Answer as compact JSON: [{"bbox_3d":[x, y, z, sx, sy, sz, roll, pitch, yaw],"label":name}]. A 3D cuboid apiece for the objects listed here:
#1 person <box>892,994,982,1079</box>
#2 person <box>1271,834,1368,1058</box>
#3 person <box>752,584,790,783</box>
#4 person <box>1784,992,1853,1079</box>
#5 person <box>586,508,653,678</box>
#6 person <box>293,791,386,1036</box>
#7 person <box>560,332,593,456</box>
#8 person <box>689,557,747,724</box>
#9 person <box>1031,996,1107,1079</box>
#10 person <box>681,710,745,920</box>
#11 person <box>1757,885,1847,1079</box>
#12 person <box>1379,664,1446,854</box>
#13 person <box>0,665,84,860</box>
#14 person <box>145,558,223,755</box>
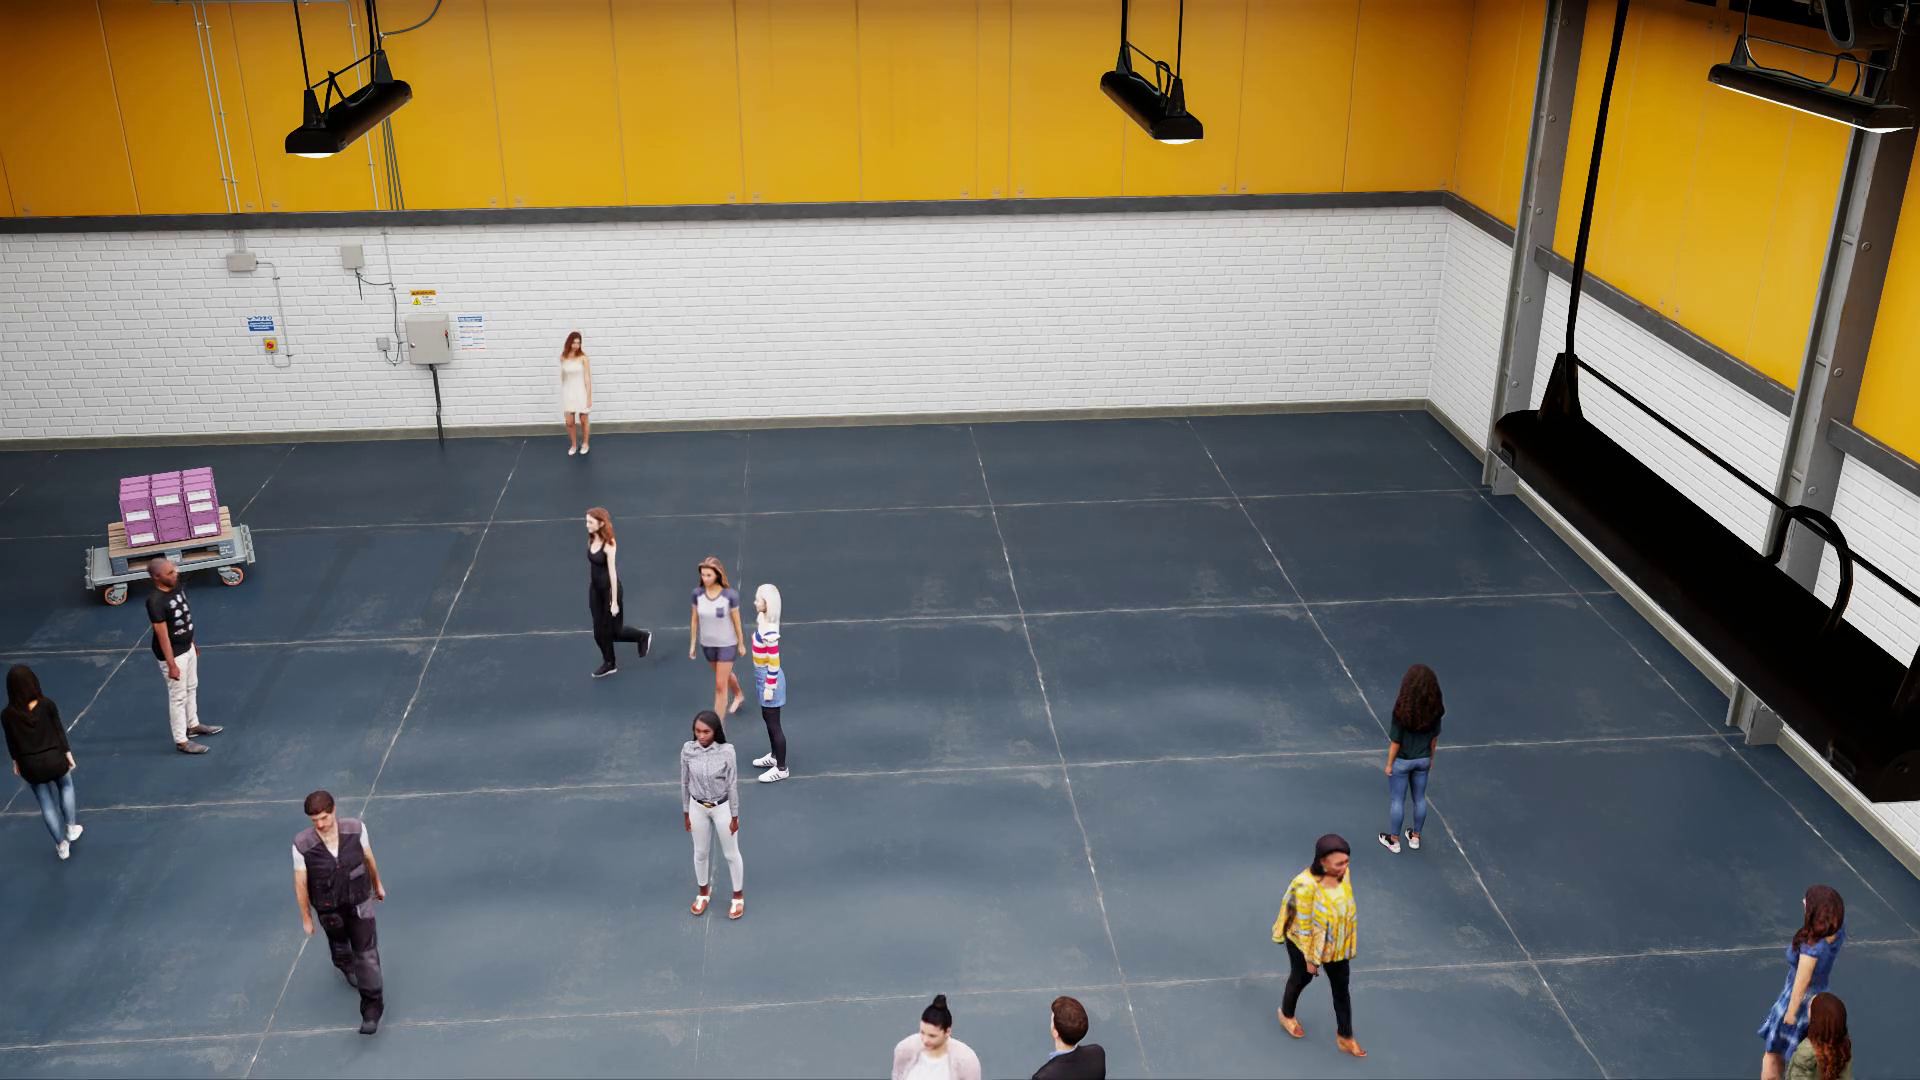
[{"bbox_3d":[-0.094,3.283,9.472,1.054,1.707,1.226,12,26,25],"label":"person"},{"bbox_3d":[2.309,2.638,11.047,0.950,1.629,1.057,-15,28,-31],"label":"person"},{"bbox_3d":[-1.609,1.194,14.124,0.748,1.809,0.521,-6,24,-14],"label":"person"},{"bbox_3d":[4.995,3.326,9.683,0.701,1.461,0.769,-12,26,-25],"label":"person"},{"bbox_3d":[-3.288,0.479,15.856,0.906,1.732,0.964,19,30,37],"label":"person"},{"bbox_3d":[-4.214,2.420,11.348,1.018,1.786,1.306,-13,27,-28],"label":"person"},{"bbox_3d":[-4.914,-1.883,21.339,0.615,1.668,0.699,6,24,13],"label":"person"},{"bbox_3d":[-2.122,0.916,14.920,0.929,1.681,1.184,9,25,19],"label":"person"},{"bbox_3d":[0.586,3.323,9.148,0.790,1.893,0.818,-20,30,-38],"label":"person"},{"bbox_3d":[-1.835,2.017,12.350,0.634,1.722,0.587,4,24,9],"label":"person"},{"bbox_3d":[5.240,2.911,10.216,1.021,1.794,0.947,22,32,40],"label":"person"},{"bbox_3d":[3.563,1.723,13.157,0.624,1.616,0.619,-5,24,-11],"label":"person"},{"bbox_3d":[-7.180,1.771,13.025,0.707,1.633,0.761,-11,26,-24],"label":"person"},{"bbox_3d":[-6.887,0.987,14.603,0.724,1.804,0.527,-1,24,-2],"label":"person"}]
